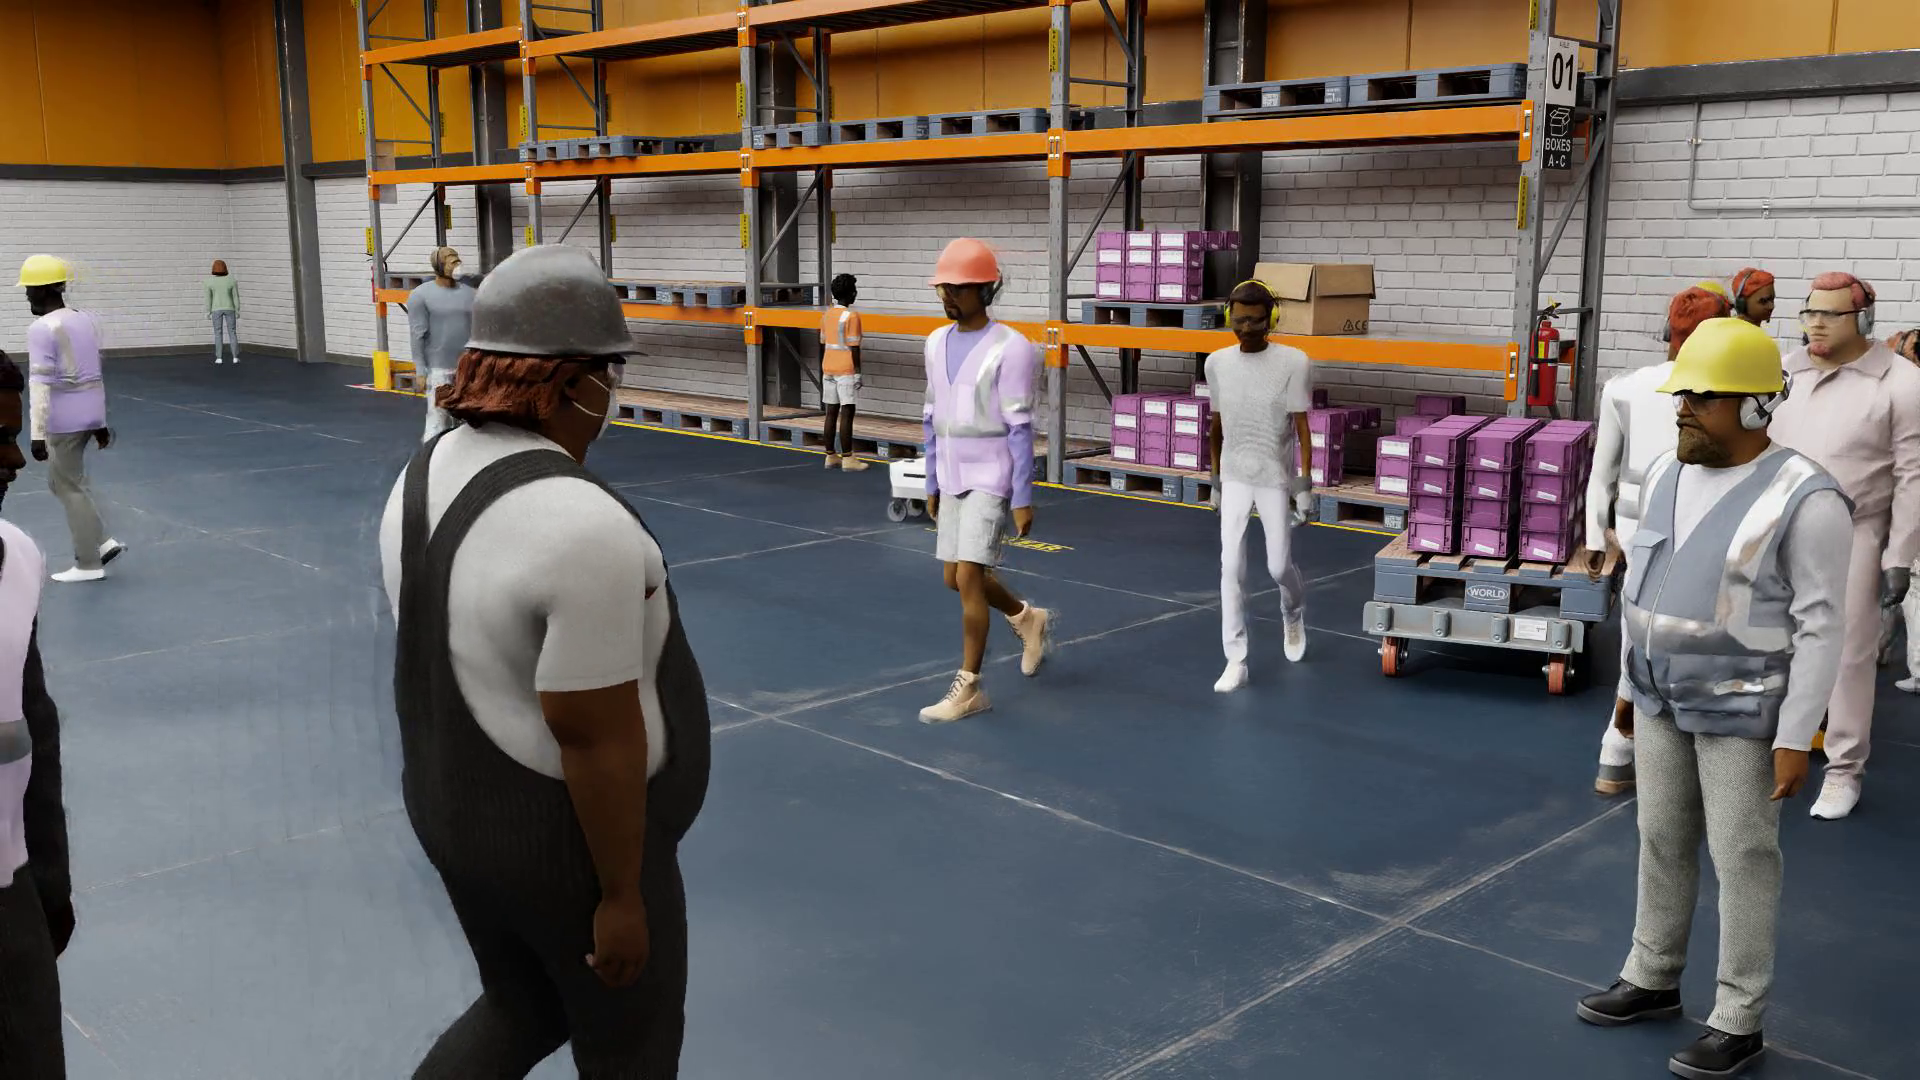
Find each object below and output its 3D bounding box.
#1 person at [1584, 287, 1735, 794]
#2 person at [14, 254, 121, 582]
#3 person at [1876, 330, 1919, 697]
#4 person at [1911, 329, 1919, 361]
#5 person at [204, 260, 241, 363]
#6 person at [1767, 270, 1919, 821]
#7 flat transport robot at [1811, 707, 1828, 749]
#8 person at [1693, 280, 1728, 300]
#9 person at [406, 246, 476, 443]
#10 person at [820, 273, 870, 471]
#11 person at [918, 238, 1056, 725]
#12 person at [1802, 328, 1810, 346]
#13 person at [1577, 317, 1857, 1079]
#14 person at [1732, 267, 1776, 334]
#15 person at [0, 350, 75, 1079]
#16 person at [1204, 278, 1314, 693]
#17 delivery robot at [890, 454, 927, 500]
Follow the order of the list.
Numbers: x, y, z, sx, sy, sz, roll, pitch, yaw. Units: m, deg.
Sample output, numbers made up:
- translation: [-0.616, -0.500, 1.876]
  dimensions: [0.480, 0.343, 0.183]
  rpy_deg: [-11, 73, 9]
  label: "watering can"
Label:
- translation: [2.680, -0.015, 6.196]
  dimensions: [1.017, 1.829, 0.574]
  rpy_deg: [-9, 14, -40]
  label: "person"
- translation: [-5.225, -0.696, 9.695]
  dimensions: [0.427, 1.909, 0.622]
  rpy_deg: [0, 10, -1]
  label: "person"
- translation: [4.226, -0.141, 7.492]
  dimensions: [0.534, 1.593, 0.835]
  rpy_deg: [-1, 10, -8]
  label: "person"
- translation: [4.224, -0.141, 7.415]
  dimensions: [0.922, 1.642, 0.527]
  rpy_deg: [-7, 12, -33]
  label: "person"
- translation: [-11.675, -3.611, 26.350]
  dimensions: [0.500, 1.633, 0.280]
  rpy_deg: [-5, 12, -26]
  label: "person"
- translation: [3.001, 0.017, 5.824]
  dimensions: [0.403, 1.904, 0.652]
  rpy_deg: [-7, 13, -35]
  label: "person"
- translation: [3.502, 0.593, 7.137]
  dimensions: [0.652, 0.197, 1.431]
  rpy_deg: [6, 12, 28]
  label: "flat transport robot"
- translation: [4.658, -0.738, 10.375]
  dimensions: [0.401, 1.748, 0.623]
  rpy_deg: [3, 11, 15]
  label: "person"
- translation: [-4.044, -1.350, 13.183]
  dimensions: [0.367, 1.940, 0.634]
  rpy_deg: [8, 13, 39]
  label: "person"
- translation: [-1.010, -1.442, 14.345]
  dimensions: [0.321, 1.696, 0.537]
  rpy_deg: [-7, 13, -35]
  label: "person"
- translation: [0.127, -0.265, 7.077]
  dimensions: [0.808, 2.023, 0.612]
  rpy_deg: [-9, 14, -41]
  label: "person"
- translation: [3.953, -0.239, 7.679]
  dimensions: [0.537, 1.732, 0.845]
  rpy_deg: [5, 11, 23]
  label: "person"
- translation: [1.807, 0.383, 4.026]
  dimensions: [0.404, 1.829, 0.600]
  rpy_deg: [-4, 11, -21]
  label: "person"
- translation: [4.191, -0.569, 9.162]
  dimensions: [0.828, 1.860, 0.596]
  rpy_deg: [8, 13, 39]
  label: "person"
- translation: [-1.741, 0.600, 2.704]
  dimensions: [0.536, 1.886, 0.627]
  rpy_deg: [1, 10, 6]
  label: "person"
- translation: [1.391, -0.269, 7.568]
  dimensions: [0.549, 1.838, 0.787]
  rpy_deg: [5, 11, 25]
  label: "person"
- translation: [-0.134, -0.436, 11.720]
  dimensions: [0.707, 0.478, 0.477]
  rpy_deg: [6, 12, 27]
  label: "delivery robot"
